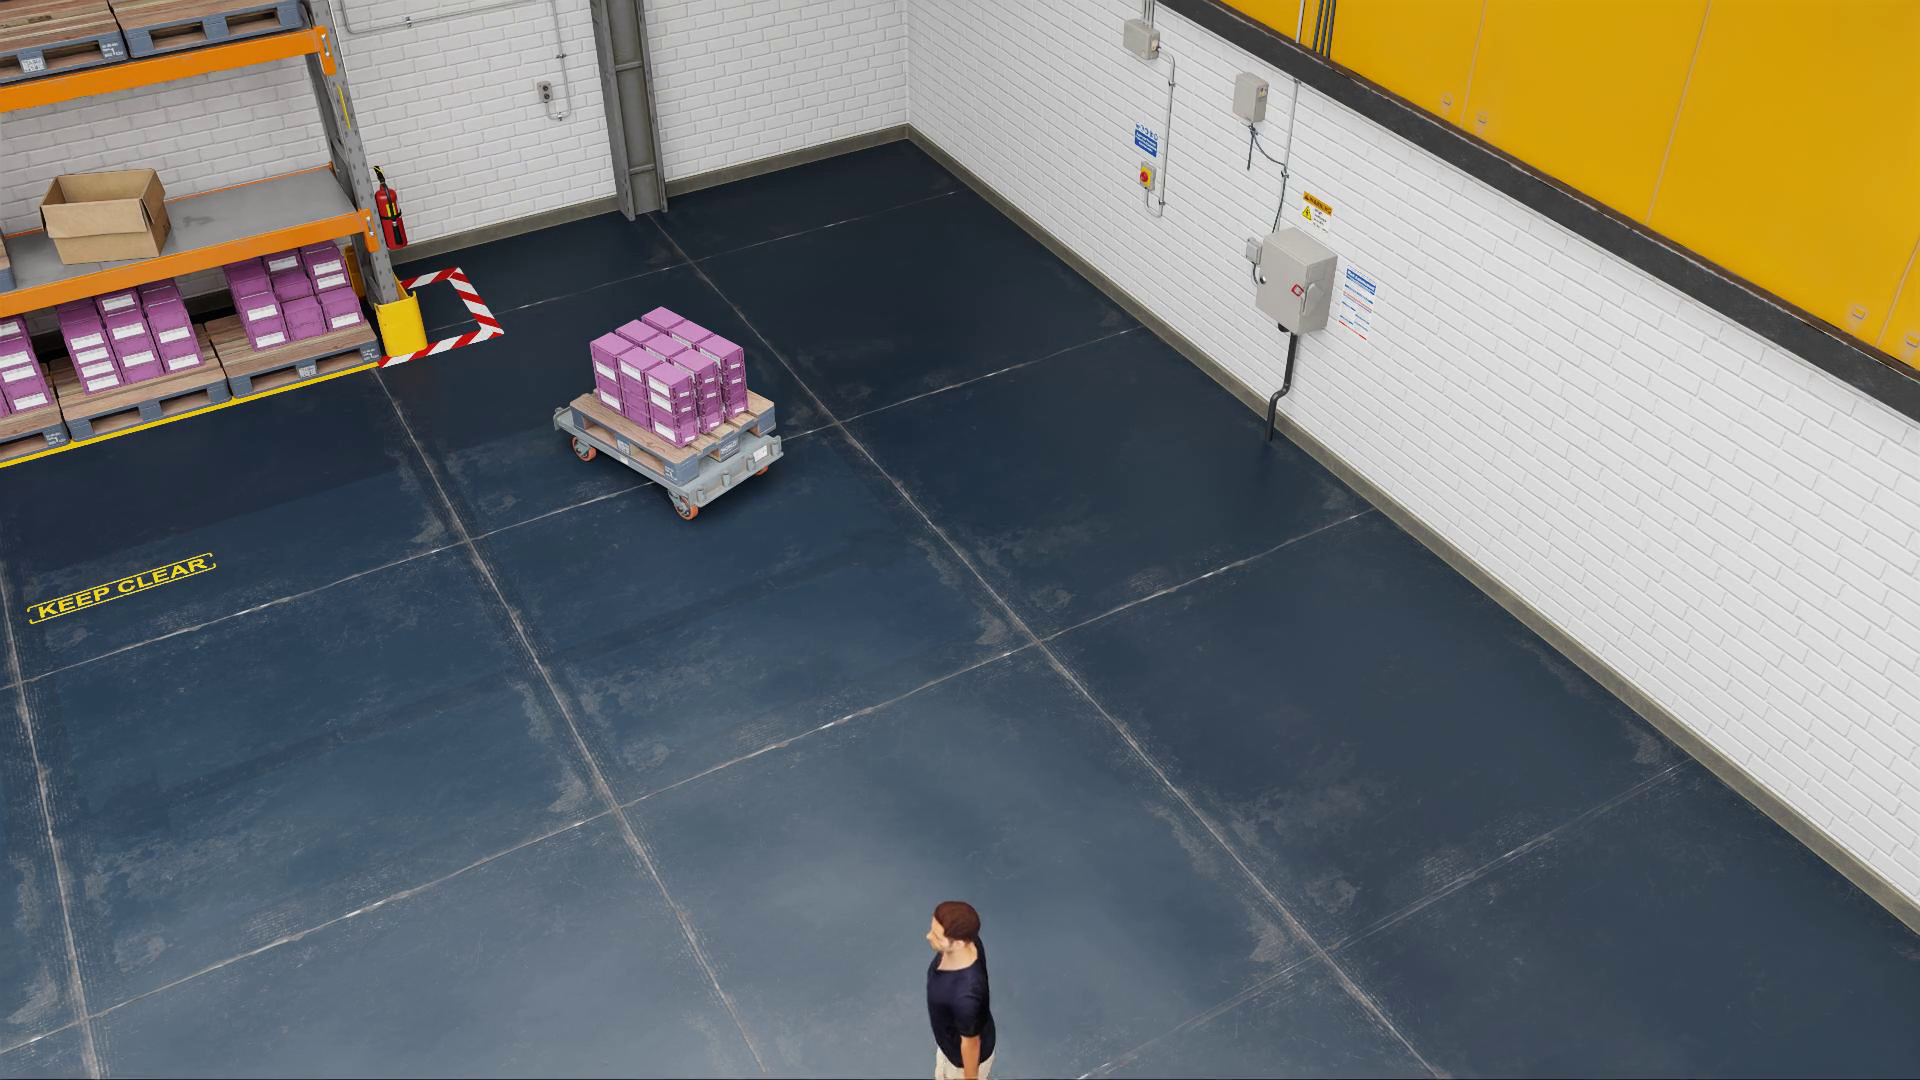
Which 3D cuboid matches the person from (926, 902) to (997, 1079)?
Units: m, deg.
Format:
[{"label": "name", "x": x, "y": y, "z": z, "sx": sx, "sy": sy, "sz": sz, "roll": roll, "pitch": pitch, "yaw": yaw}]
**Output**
[{"label": "person", "x": 0.111, "y": 2.309, "z": 7.721, "sx": 1.070, "sy": 1.834, "sz": 0.900, "roll": -3, "pitch": 39, "yaw": -4}]
